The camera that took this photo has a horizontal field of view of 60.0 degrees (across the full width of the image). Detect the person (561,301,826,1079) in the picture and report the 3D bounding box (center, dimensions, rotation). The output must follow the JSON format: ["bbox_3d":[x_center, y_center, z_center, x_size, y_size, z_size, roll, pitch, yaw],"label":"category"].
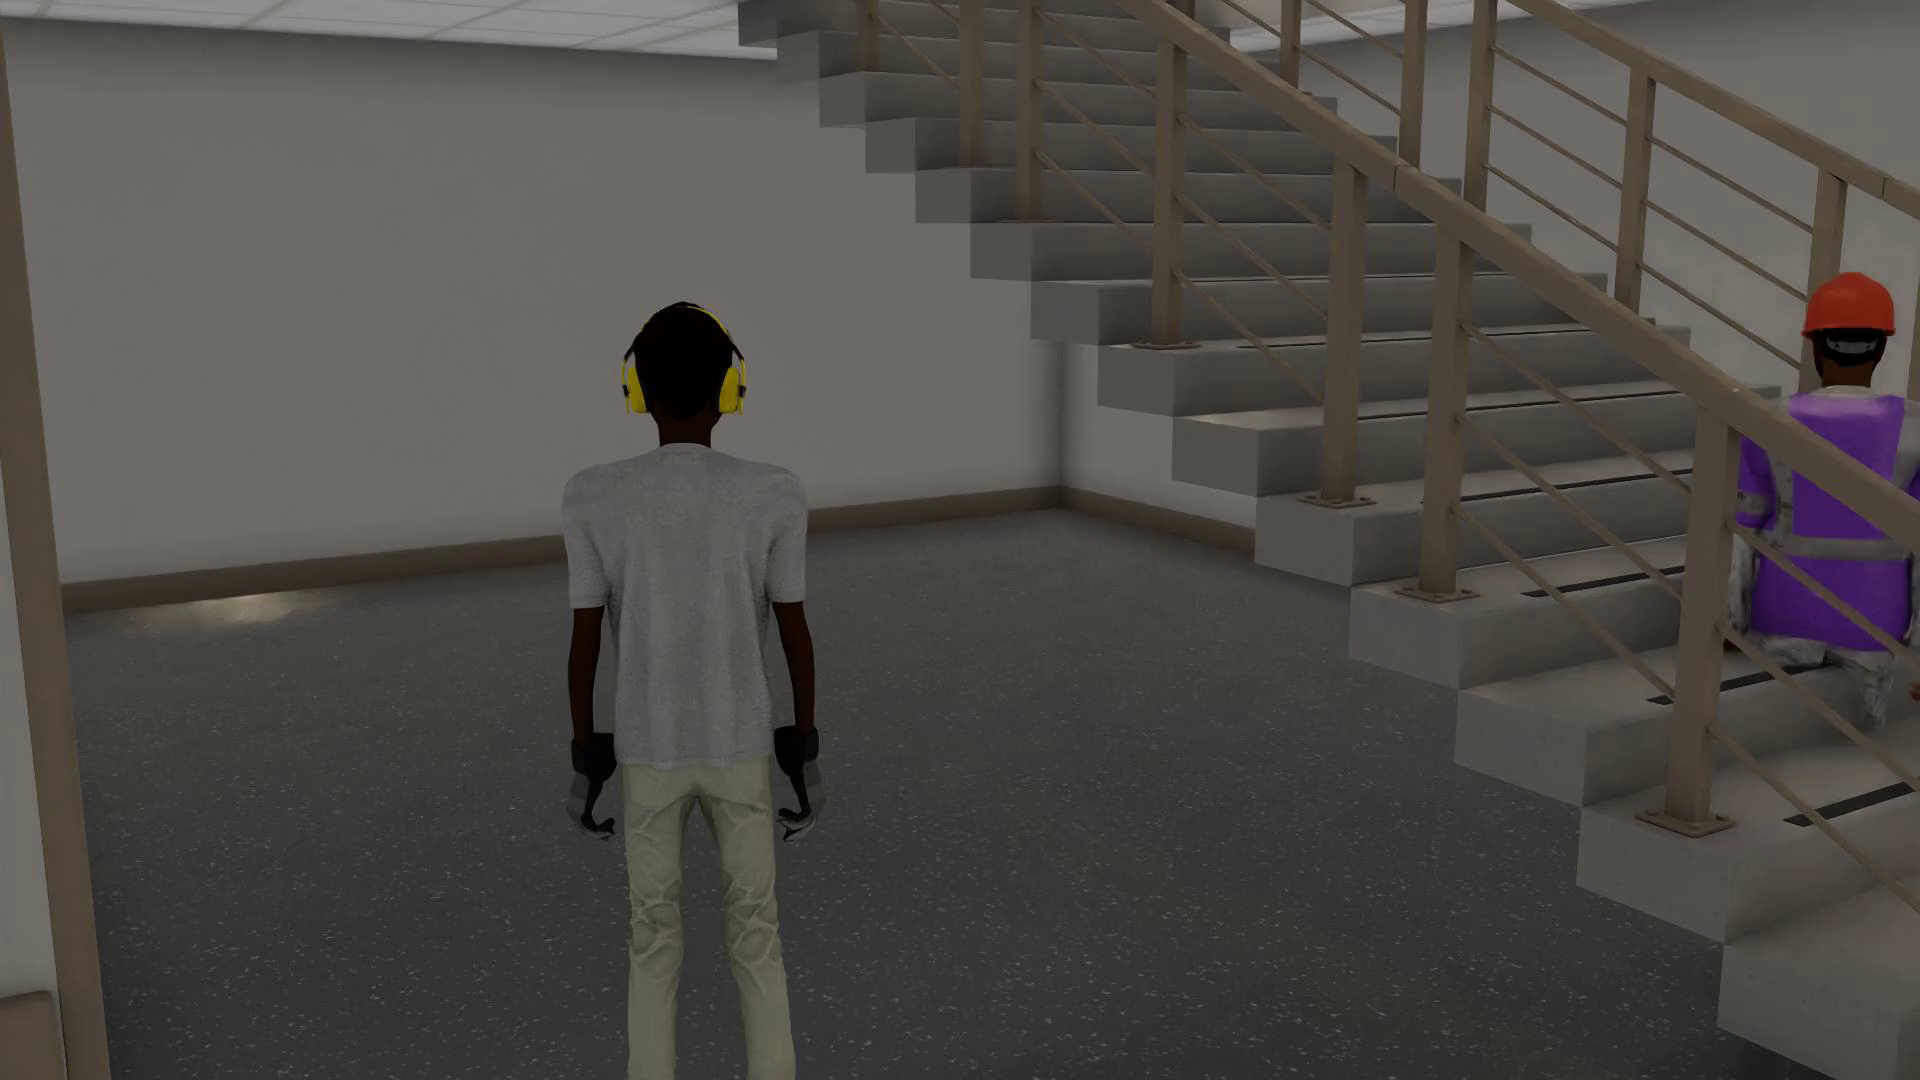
[{"bbox_3d":[-0.547,0.452,3.435,0.534,1.864,0.310,-1,11,-7],"label":"person"}]

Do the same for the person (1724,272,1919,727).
[{"bbox_3d":[2.400,0.219,4.592,0.571,1.901,0.892,5,12,24],"label":"person"}]
